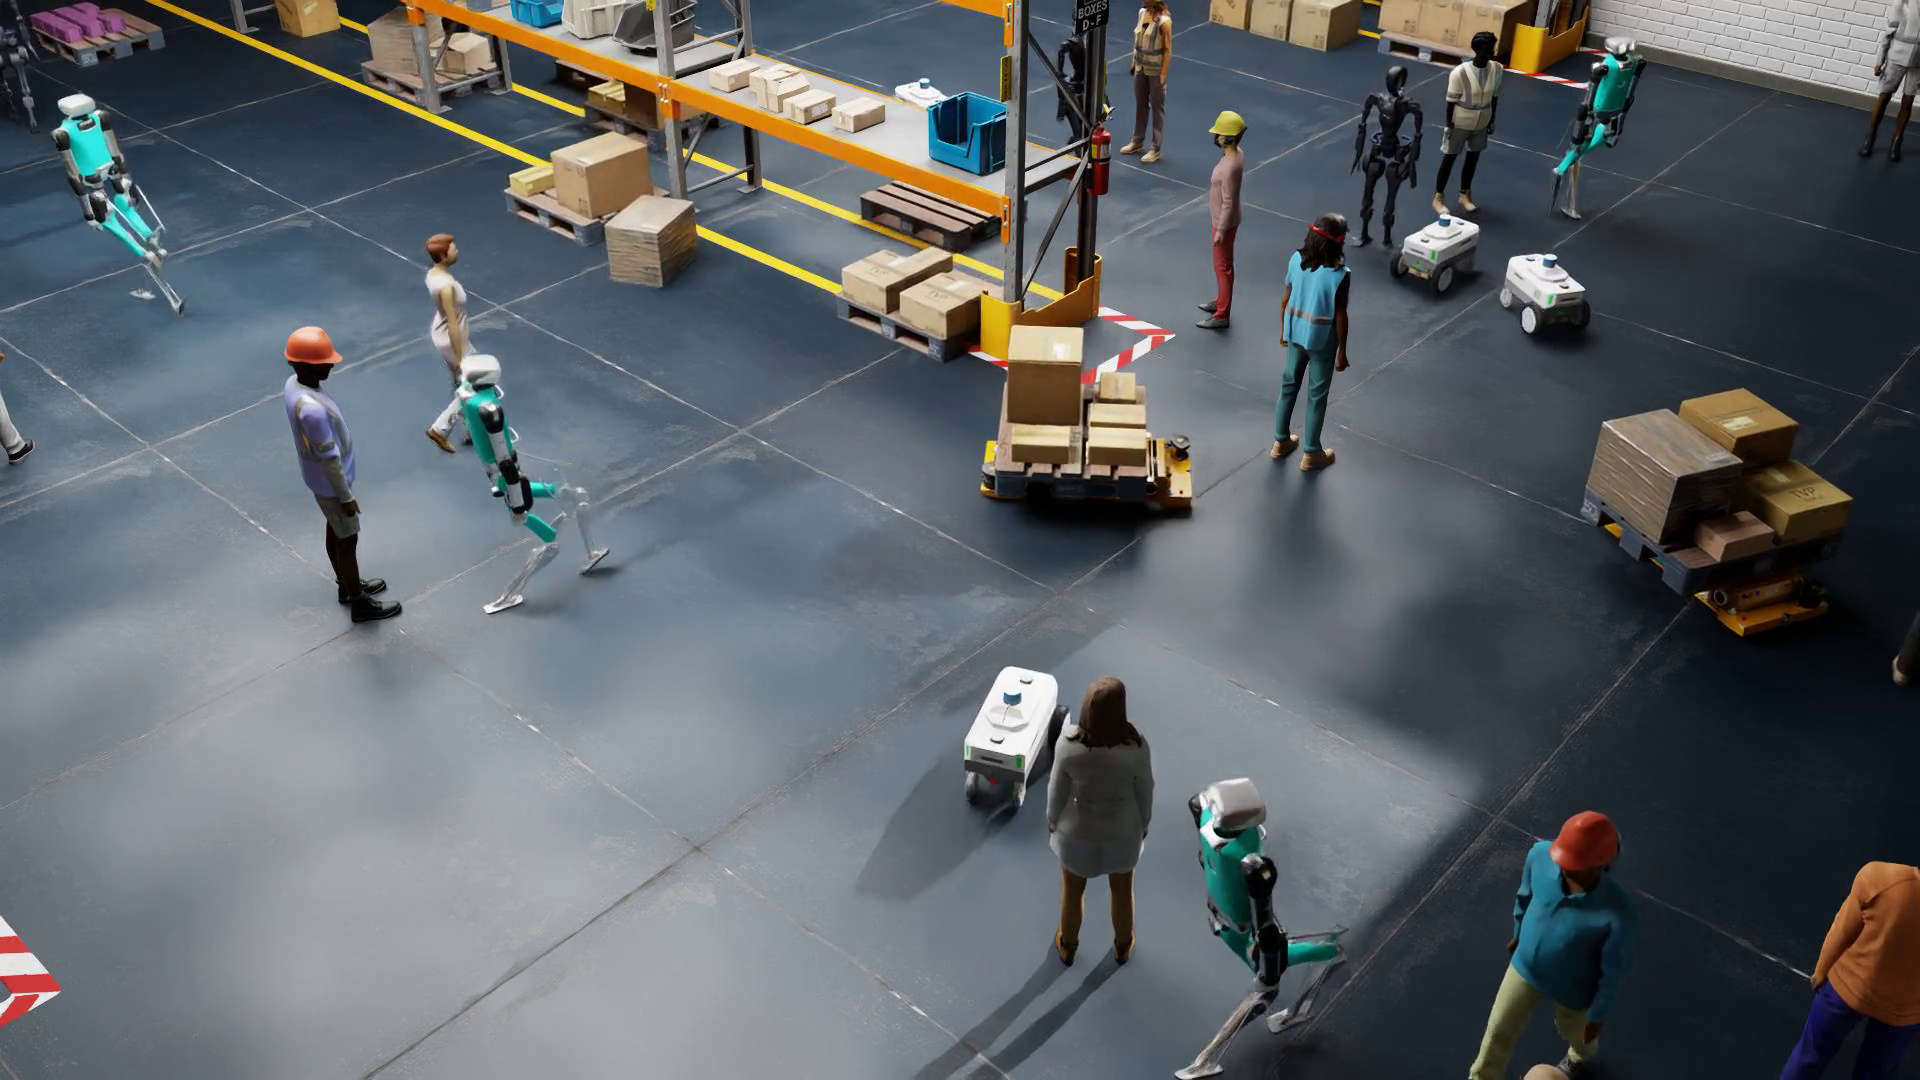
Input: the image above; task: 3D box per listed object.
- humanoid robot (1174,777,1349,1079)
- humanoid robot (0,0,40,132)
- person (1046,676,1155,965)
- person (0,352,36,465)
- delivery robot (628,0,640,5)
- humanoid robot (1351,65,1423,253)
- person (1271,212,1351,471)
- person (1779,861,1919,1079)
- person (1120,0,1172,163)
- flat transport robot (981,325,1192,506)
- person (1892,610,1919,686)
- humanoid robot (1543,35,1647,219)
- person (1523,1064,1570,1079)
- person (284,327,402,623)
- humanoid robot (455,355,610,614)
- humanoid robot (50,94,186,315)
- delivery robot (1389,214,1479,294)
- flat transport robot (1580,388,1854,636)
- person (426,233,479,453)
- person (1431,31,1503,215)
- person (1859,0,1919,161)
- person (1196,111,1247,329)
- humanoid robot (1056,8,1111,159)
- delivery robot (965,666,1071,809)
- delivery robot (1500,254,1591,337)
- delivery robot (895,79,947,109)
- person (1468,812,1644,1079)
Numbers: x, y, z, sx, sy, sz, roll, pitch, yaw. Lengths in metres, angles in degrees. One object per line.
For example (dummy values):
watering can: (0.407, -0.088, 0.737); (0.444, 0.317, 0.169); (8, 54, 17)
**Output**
humanoid robot: (1.391, 1.645, 7.163); (0.973, 1.734, 0.534); (-14, 37, -19)
humanoid robot: (-9.709, -4.996, 16.844); (0.599, 1.621, 0.778); (-17, 38, -23)
person: (0.639, 1.308, 7.686); (0.484, 1.660, 0.343); (2, 35, 3)
person: (-6.874, -1.324, 11.352); (0.590, 1.834, 0.404); (-5, 35, -7)
delivery robot: (-3.611, -6.425, 19.853); (0.757, 0.580, 0.499); (14, 37, 20)
humanoid robot: (3.678, -3.287, 14.339); (0.611, 1.651, 0.337); (20, 39, 27)
person: (2.405, -1.348, 11.357); (0.373, 1.864, 0.539); (-30, 44, -36)
person: (3.719, 1.808, 6.698); (0.517, 1.973, 0.400); (20, 39, 26)
person: (1.828, -4.532, 16.050); (0.324, 1.775, 0.470); (-22, 40, -28)
flat transport robot: (0.881, -0.510, 11.549); (1.431, 0.231, 0.659); (3, 35, 4)
person: (5.702, 0.087, 9.308); (0.506, 1.840, 0.336); (21, 40, 28)
humanoid robot: (5.578, -3.637, 14.886); (0.545, 1.886, 0.759); (-12, 36, -17)
person: (1.976, 2.487, 5.962); (0.483, 1.685, 0.350); (-10, 36, -14)
person: (-3.716, -0.386, 9.911); (0.371, 1.928, 0.542); (-19, 39, -25)
humanoid robot: (-2.522, -0.395, 10.127); (1.020, 1.774, 0.535); (-20, 39, -26)
humanoid robot: (-6.642, -2.645, 13.404); (0.859, 1.824, 0.552); (14, 37, 19)
delivery robot: (4.064, -2.460, 14.137); (0.809, 0.611, 0.499); (-27, 43, -34)
flat transport robot: (4.794, 0.082, 10.691); (0.659, 0.231, 1.431); (-12, 36, -17)
person: (-3.545, -1.343, 11.539); (0.442, 1.649, 0.442); (-16, 38, -22)
person: (4.589, -3.761, 15.007); (0.533, 1.690, 0.320); (-9, 36, -13)
person: (9.156, -4.632, 16.070); (0.547, 1.924, 0.387); (13, 37, 18)
person: (2.066, -2.525, 13.151); (0.317, 1.767, 0.533); (7, 35, 10)
humanoid robot: (1.145, -4.223, 15.741); (0.586, 1.643, 0.758); (-21, 40, -28)
delivery robot: (0.287, 1.033, 9.069); (0.499, 0.603, 0.803); (11, 36, 16)
delivery robot: (4.739, -2.002, 13.476); (0.499, 0.614, 0.808); (-8, 35, -12)
delivery robot: (-0.350, -4.378, 16.892); (0.499, 0.585, 0.777); (-21, 40, -27)
person: (2.516, 1.780, 6.960); (0.865, 1.712, 0.568); (-22, 40, -28)
